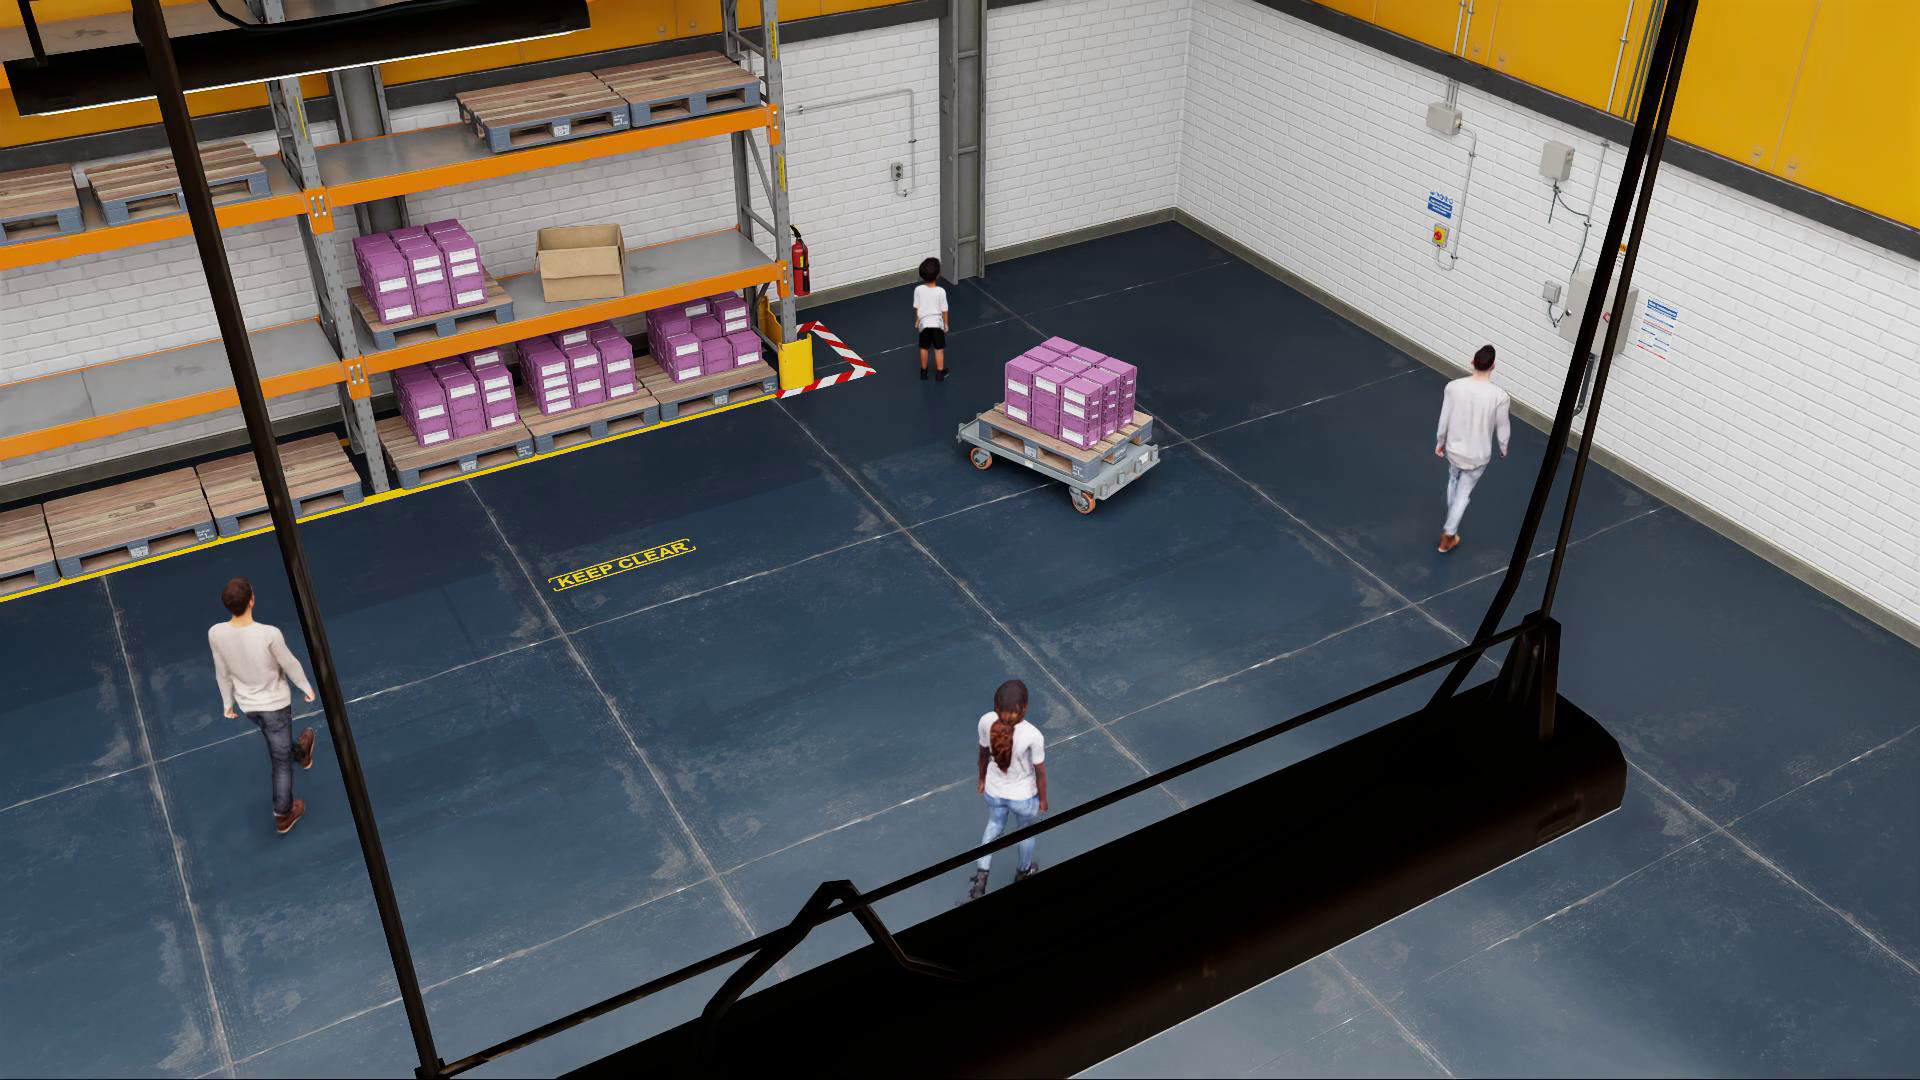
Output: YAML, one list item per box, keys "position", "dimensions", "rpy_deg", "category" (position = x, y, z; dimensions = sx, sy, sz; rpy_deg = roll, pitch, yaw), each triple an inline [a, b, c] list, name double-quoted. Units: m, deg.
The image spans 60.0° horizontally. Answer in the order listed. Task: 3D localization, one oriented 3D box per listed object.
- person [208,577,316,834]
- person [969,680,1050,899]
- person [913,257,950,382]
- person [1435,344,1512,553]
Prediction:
- position: [-4.513, 1.113, 10.709]
  dimensions: [1.143, 1.831, 1.125]
  rpy_deg: [3, 34, 4]
  category: "person"
- position: [0.287, 1.573, 10.127]
  dimensions: [0.858, 1.708, 0.979]
  rpy_deg: [16, 37, 23]
  category: "person"
- position: [-0.280, -2.134, 16.110]
  dimensions: [0.562, 1.259, 0.630]
  rpy_deg: [6, 34, 9]
  category: "person"
- position: [4.093, -0.701, 13.452]
  dimensions: [0.900, 1.816, 1.050]
  rpy_deg: [24, 40, 31]
  category: "person"
